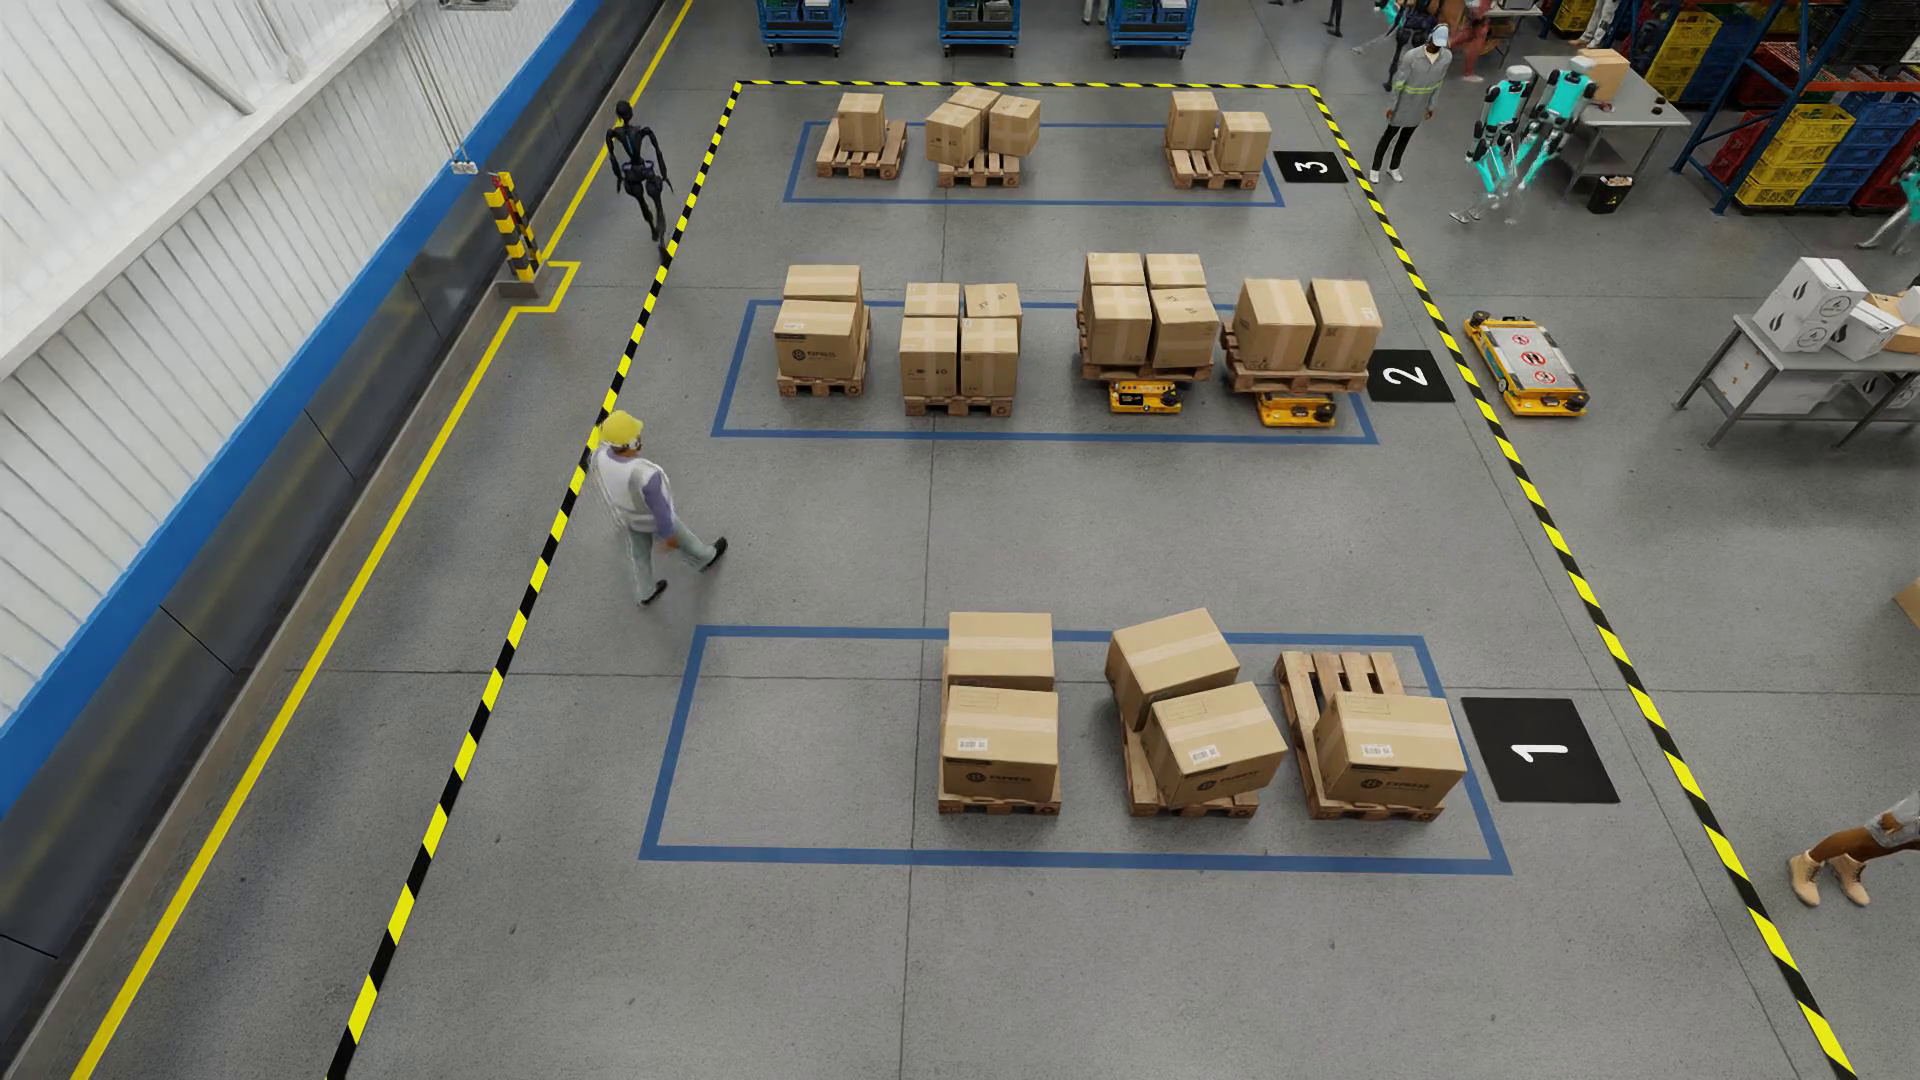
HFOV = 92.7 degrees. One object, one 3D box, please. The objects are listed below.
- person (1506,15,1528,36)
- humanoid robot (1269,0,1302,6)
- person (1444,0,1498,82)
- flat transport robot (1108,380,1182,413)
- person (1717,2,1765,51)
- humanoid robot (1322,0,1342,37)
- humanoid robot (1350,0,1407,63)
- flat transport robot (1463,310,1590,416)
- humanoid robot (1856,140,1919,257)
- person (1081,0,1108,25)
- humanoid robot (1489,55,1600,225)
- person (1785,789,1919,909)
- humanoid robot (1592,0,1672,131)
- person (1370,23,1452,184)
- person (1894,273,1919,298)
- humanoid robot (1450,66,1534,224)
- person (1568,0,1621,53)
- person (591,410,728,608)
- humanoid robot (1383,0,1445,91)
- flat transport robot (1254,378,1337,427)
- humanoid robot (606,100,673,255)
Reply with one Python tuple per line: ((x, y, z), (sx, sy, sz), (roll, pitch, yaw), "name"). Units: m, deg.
((8.901, -8.908, 14.114), (0.626, 1.981, 0.949), (-21, 52, -17), "person")
((5.474, -9.641, 14.952), (0.614, 1.645, 0.491), (-12, 50, -10), "humanoid robot")
((7.392, -7.591, 13.037), (0.748, 1.895, 0.599), (15, 51, 12), "person")
((1.773, -1.807, 9.079), (0.652, 0.197, 1.431), (1, 49, 1), "flat transport robot")
((11.385, -7.774, 13.171), (0.448, 1.917, 0.565), (4, 49, 3), "person")
((5.943, -8.734, 14.165), (0.585, 1.647, 0.488), (-31, 56, -24), "humanoid robot")
((6.443, -7.857, 13.399), (1.015, 1.742, 0.546), (37, 58, 28), "humanoid robot")
((5.573, -1.757, 9.054), (0.659, 0.231, 1.431), (1, 49, 1), "flat transport robot")
((10.553, -3.854, 9.970), (0.768, 1.893, 0.552), (-5, 49, -4), "humanoid robot")
((2.222, -9.070, 14.352), (0.575, 1.830, 0.412), (-6, 49, -5), "person")
((6.547, -4.508, 10.480), (0.794, 1.796, 0.531), (-29, 55, -23), "humanoid robot")
((5.488, 1.529, 5.040), (0.609, 2.038, 0.393), (2, 49, 2), "person")
((8.770, -6.122, 11.902), (0.476, 1.647, 0.599), (37, 58, 28), "humanoid robot")
((5.429, -5.211, 11.000), (0.588, 1.847, 0.396), (-4, 49, -3), "person")
((10.353, -3.160, 9.234), (0.340, 1.838, 0.506), (-24, 53, -19), "person")
((6.017, -4.310, 10.207), (0.533, 1.672, 0.735), (-12, 50, -10), "humanoid robot")
((9.738, -8.252, 13.636), (0.429, 1.844, 0.625), (3, 49, 3), "person")
((-2.248, -0.274, 6.763), (0.617, 1.789, 0.840), (23, 53, 19), "person")
((6.301, -7.096, 12.741), (0.591, 1.652, 0.464), (7, 49, 6), "humanoid robot")
((3.170, -1.652, 8.945), (0.652, 0.197, 1.431), (1, 49, 1), "flat transport robot")
((-3.502, -3.957, 10.043), (0.609, 1.636, 0.698), (-8, 50, -7), "humanoid robot")
